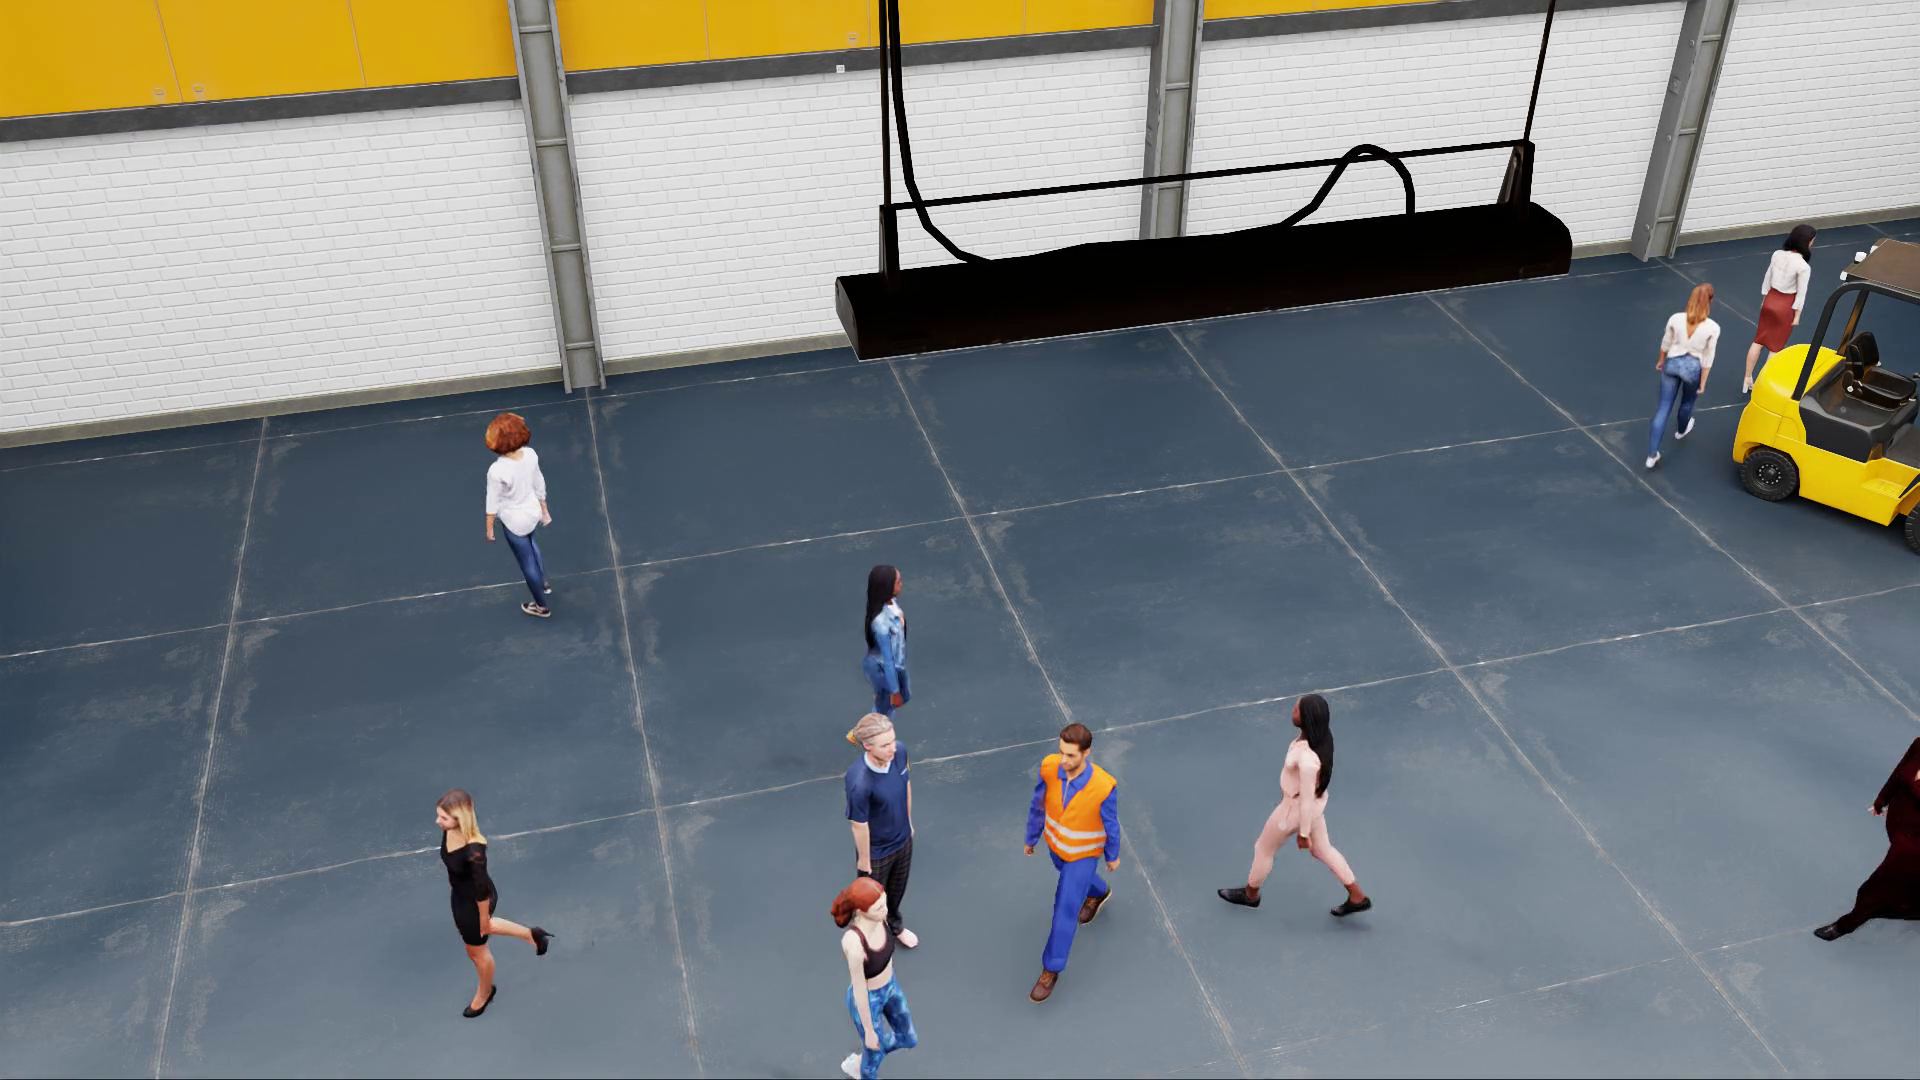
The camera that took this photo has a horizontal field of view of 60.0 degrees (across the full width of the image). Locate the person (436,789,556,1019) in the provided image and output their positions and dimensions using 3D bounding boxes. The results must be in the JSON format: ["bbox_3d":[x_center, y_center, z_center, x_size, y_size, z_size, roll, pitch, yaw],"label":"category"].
[{"bbox_3d":[-2.716,2.037,9.517,0.930,1.661,0.743,-22,39,-29],"label":"person"}]

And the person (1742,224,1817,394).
[{"bbox_3d":[7.755,-2.158,15.745,0.560,1.753,0.627,-14,36,-20],"label":"person"}]

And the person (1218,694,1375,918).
[{"bbox_3d":[2.161,1.663,10.064,1.253,1.679,1.054,11,35,16],"label":"person"}]

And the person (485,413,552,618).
[{"bbox_3d":[-3.311,-0.153,12.779,0.843,1.697,0.783,17,37,24],"label":"person"}]

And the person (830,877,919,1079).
[{"bbox_3d":[-0.533,2.440,8.809,0.812,1.775,0.746,14,36,19],"label":"person"}]

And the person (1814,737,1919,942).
[{"bbox_3d":[5.810,1.736,9.931,1.187,1.703,0.817,-2,34,-3],"label":"person"}]

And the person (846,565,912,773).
[{"bbox_3d":[-0.598,0.895,11.198,0.776,1.702,0.717,1,34,2],"label":"person"}]

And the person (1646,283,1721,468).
[{"bbox_3d":[6.351,-1.417,14.701,1.057,1.675,1.178,22,40,30],"label":"person"}]

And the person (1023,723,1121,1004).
[{"bbox_3d":[0.710,1.762,9.788,1.209,1.819,1.305,21,39,28],"label":"person"}]

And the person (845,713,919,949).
[{"bbox_3d":[-0.467,1.748,9.765,0.786,1.868,0.698,22,39,29],"label":"person"}]
